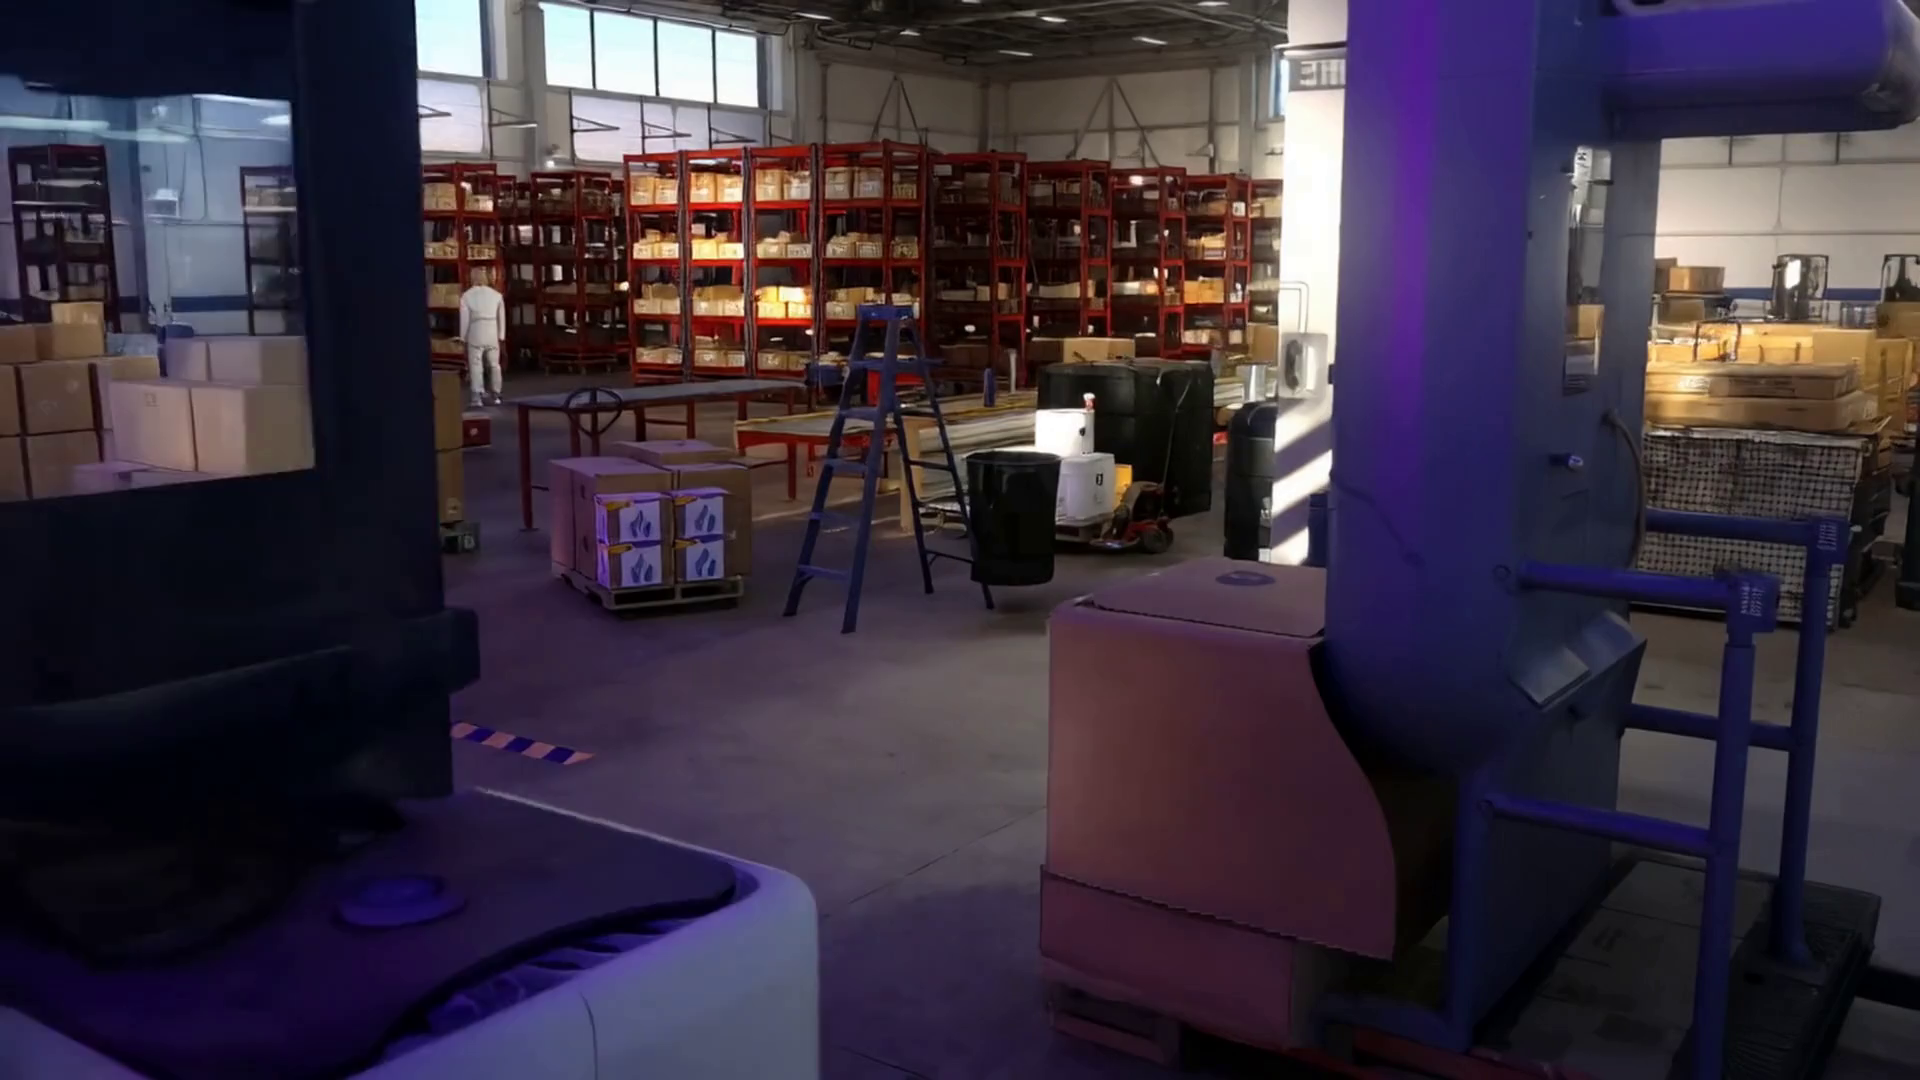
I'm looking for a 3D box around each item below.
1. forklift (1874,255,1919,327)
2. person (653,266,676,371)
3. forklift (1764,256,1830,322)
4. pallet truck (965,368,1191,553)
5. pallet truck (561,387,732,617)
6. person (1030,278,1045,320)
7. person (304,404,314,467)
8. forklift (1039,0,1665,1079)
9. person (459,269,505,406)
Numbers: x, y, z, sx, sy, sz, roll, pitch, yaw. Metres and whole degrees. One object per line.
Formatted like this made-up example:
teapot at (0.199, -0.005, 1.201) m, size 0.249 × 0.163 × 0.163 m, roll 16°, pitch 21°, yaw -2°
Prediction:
forklift at (22.089, -5.634, 38.796) m, size 1.157 × 1.987 × 2.680 m, roll 6°, pitch 11°, yaw 33°
person at (-5.419, -4.092, 30.568) m, size 0.404 × 1.989 × 0.628 m, roll -6°, pitch 11°, yaw -31°
forklift at (20.253, -5.854, 40.139) m, size 1.157 × 1.987 × 2.680 m, roll 7°, pitch 12°, yaw 35°
pallet truck at (0.845, -0.609, 11.869) m, size 1.630 × 1.274 × 0.653 m, roll 7°, pitch 12°, yaw 35°
pallet truck at (-1.981, -0.274, 10.088) m, size 0.680 × 1.201 × 1.601 m, roll -5°, pitch 11°, yaw -28°
person at (1.780, -5.172, 37.550) m, size 0.580 × 1.807 × 0.945 m, roll 7°, pitch 12°, yaw 34°
person at (-2.991, -0.166, 8.231) m, size 0.284 × 1.636 × 0.500 m, roll 4°, pitch 11°, yaw 25°
forklift at (1.249, -0.137, 4.360) m, size 1.873 × 2.768 × 1.129 m, roll 7°, pitch 12°, yaw 35°
person at (-6.689, -2.825, 23.257) m, size 0.638 × 1.911 × 0.406 m, roll -7°, pitch 12°, yaw -36°
